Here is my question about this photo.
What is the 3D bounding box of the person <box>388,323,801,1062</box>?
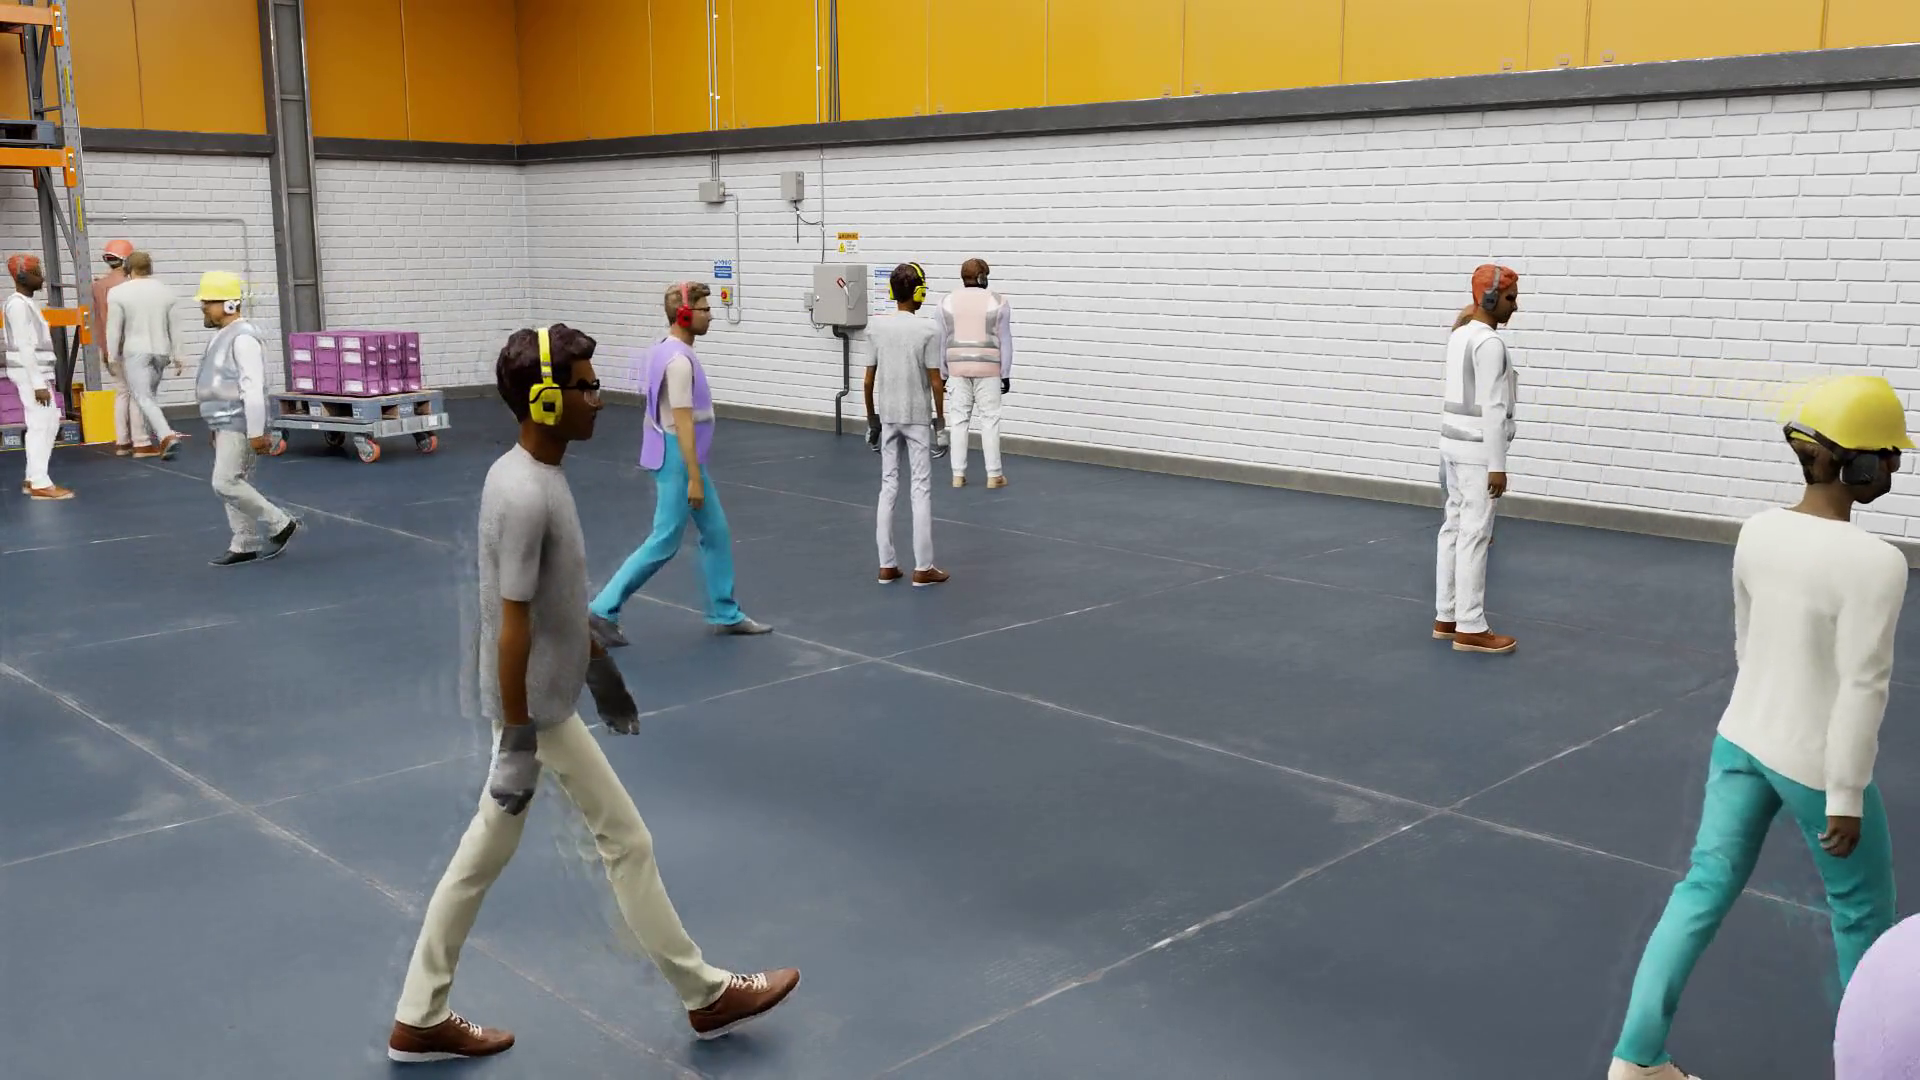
[{"bbox_3d":[-0.948,0.389,4.042,1.019,1.814,0.515,-3,11,-17],"label":"person"}]

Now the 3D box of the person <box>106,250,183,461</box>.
[{"bbox_3d":[-7.382,-1.675,15.095,0.945,1.898,0.642,7,12,33],"label":"person"}]

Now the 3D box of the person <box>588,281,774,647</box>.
[{"bbox_3d":[-1.433,-0.368,8.206,0.914,1.813,0.580,-2,11,-10],"label":"person"}]

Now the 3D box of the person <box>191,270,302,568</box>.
[{"bbox_3d":[-4.376,-0.718,10.079,0.454,1.814,0.602,-7,12,-32],"label":"person"}]

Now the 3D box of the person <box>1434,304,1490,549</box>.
[{"bbox_3d":[3.275,-0.707,10.576,0.507,1.592,0.520,-8,13,-36],"label":"person"}]

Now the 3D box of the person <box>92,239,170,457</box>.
[{"bbox_3d":[-7.580,-1.741,15.193,0.634,1.988,0.441,5,12,27],"label":"person"}]

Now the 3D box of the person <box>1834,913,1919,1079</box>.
[{"bbox_3d":[0.999,0.877,1.221,0.738,1.885,0.439,2,11,12],"label":"person"}]

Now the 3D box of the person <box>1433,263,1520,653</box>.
[{"bbox_3d":[2.540,-0.399,8.152,0.353,1.883,0.573,-1,10,-3],"label":"person"}]

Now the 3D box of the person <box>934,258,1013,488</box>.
[{"bbox_3d":[0.118,-1.333,13.368,0.624,1.841,0.430,2,11,13],"label":"person"}]

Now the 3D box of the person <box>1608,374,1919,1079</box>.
[{"bbox_3d":[1.930,0.479,3.804,0.904,1.714,0.540,-2,11,-12],"label":"person"}]

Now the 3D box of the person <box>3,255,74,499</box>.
[{"bbox_3d":[-7.098,-1.236,12.767,0.366,1.876,0.637,-4,11,-22],"label":"person"}]

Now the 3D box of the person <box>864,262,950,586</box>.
[{"bbox_3d":[-0.310,-0.667,9.650,0.521,1.870,0.319,5,12,25],"label":"person"}]
